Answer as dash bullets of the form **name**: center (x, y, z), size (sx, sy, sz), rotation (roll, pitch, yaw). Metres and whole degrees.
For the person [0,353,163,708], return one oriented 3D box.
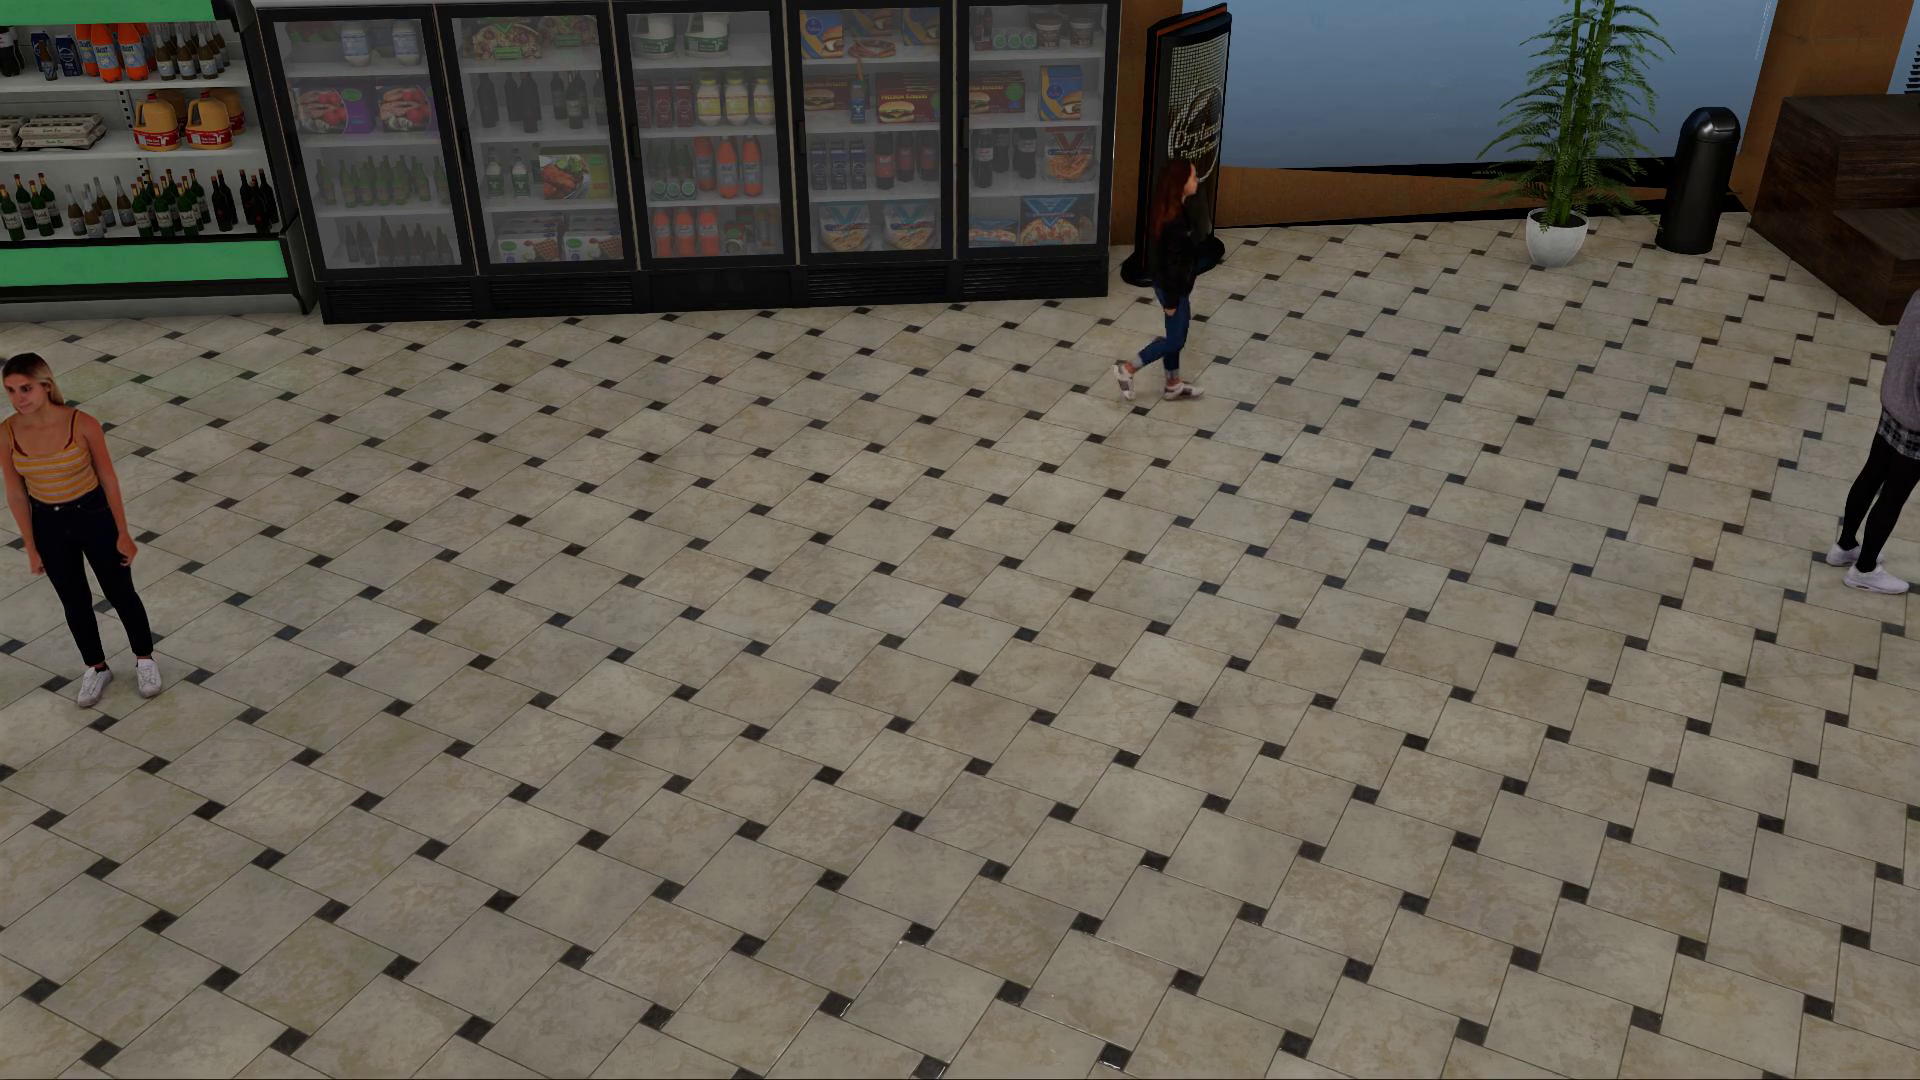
- **person**: center (-3.716, -0.042, 7.009), size (0.484, 1.627, 0.657), rotation (-8, 33, -12)

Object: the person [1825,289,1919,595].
- **person**: center (4.423, -0.589, 7.751), size (0.578, 1.772, 0.640), rotation (2, 32, 2)

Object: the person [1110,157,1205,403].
- **person**: center (1.143, -1.440, 9.404), size (0.787, 1.471, 0.563), rotation (-2, 32, -3)
